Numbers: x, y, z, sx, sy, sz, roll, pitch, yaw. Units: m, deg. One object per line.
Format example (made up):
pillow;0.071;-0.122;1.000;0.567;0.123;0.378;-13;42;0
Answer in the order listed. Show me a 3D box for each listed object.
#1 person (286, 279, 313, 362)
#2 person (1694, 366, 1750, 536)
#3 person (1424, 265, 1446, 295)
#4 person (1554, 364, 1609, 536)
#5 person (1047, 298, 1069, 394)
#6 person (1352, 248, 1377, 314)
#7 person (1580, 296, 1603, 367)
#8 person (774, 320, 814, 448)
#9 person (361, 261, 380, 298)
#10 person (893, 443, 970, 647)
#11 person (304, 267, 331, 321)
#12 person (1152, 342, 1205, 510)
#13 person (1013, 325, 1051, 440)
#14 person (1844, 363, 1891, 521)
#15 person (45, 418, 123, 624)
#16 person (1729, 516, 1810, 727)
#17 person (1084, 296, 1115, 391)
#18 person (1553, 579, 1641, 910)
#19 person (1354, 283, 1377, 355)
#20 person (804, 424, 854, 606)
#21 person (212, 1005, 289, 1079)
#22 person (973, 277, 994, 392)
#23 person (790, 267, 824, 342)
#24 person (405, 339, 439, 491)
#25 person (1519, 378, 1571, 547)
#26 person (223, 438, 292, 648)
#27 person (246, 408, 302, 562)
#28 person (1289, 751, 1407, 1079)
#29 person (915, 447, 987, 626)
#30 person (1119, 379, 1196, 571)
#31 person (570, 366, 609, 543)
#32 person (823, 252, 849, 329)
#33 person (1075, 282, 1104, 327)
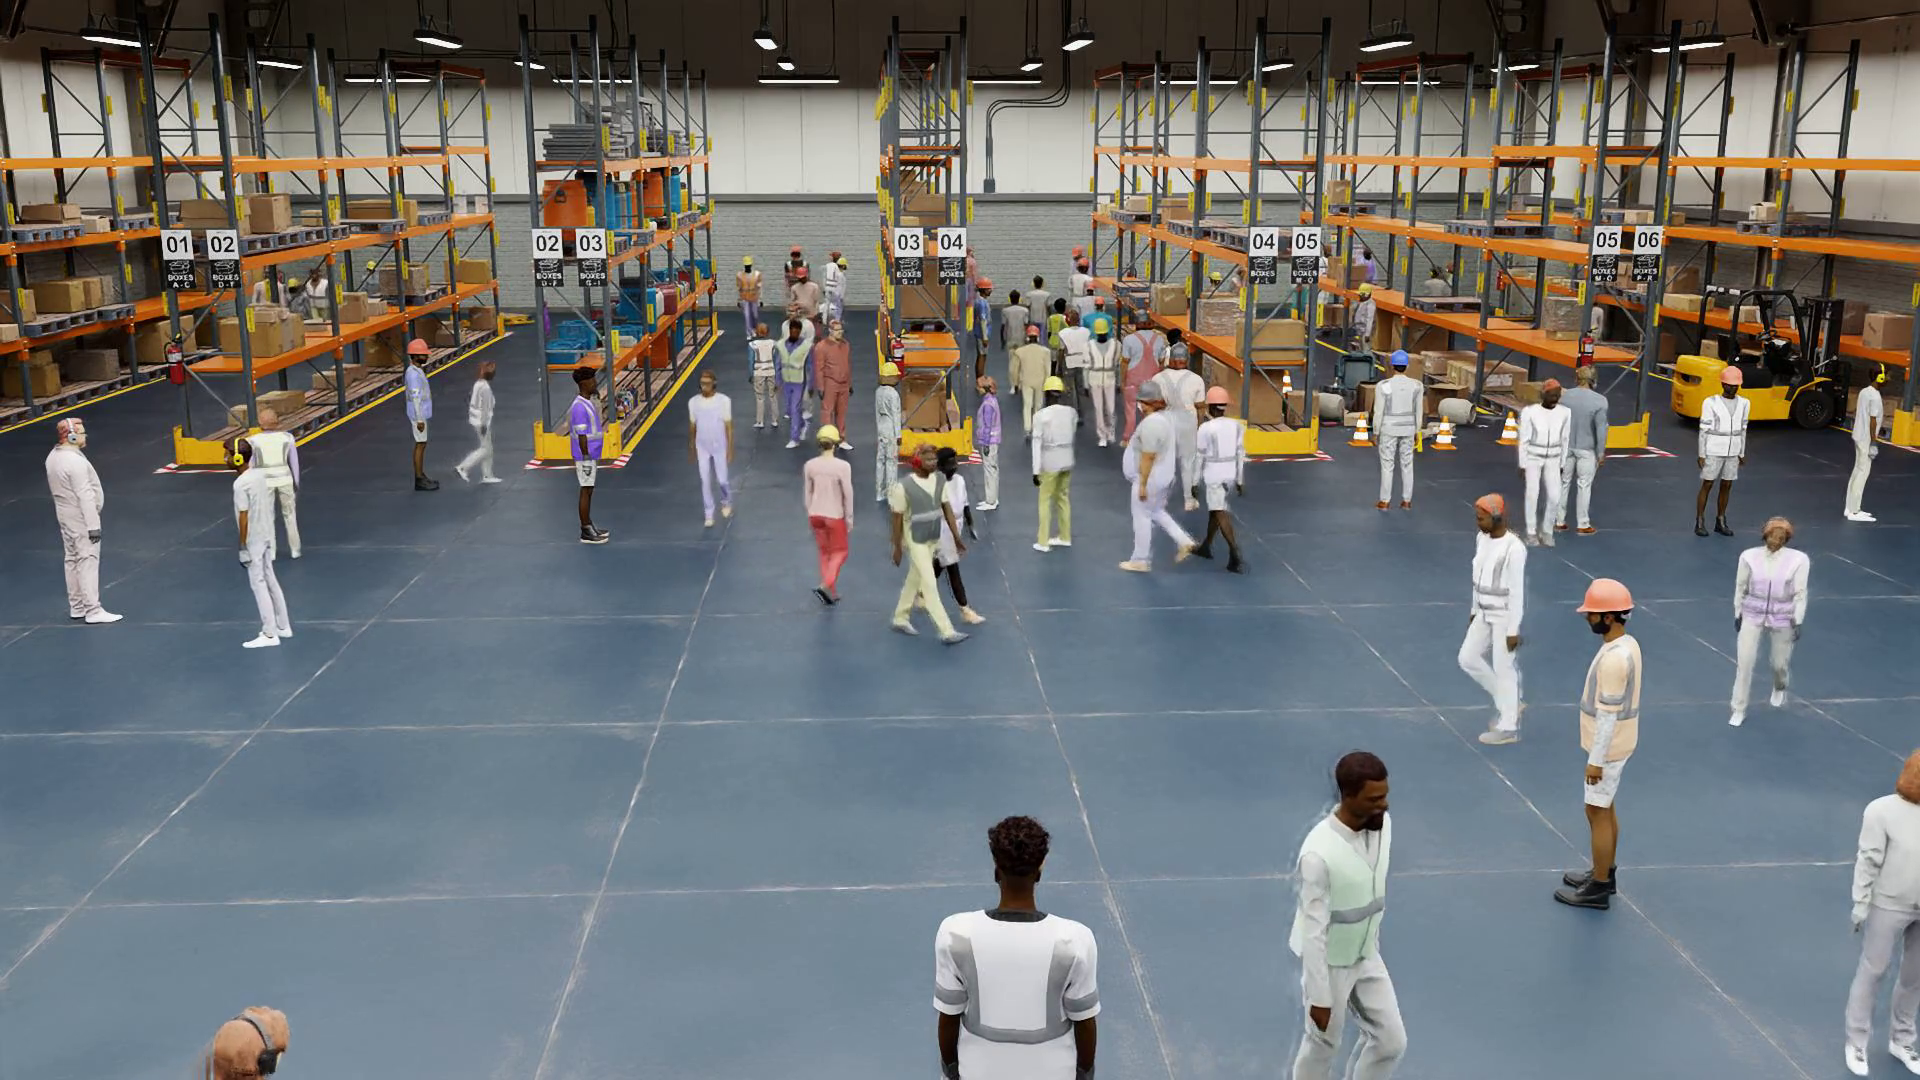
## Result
person;-13.589;-4.522;34.189;0.495;1.682;0.914;1;13;5
person;8.583;-0.992;18.692;0.551;1.934;0.372;-1;13;-4
person;10.187;-4.979;35.793;0.521;1.846;0.476;-2;13;-10
person;6.984;-1.013;18.781;0.362;1.936;0.631;-12;18;-42
person;1.776;-3.461;29.665;0.321;1.697;0.530;-12;18;-42
person;10.397;-6.628;42.836;0.625;1.816;0.715;-9;16;-33
person;11.932;-3.874;31.581;0.515;1.618;0.424;1;13;4
person;-2.398;-2.304;24.382;0.610;1.879;0.643;6;14;23
person;-13.531;-5.541;38.350;0.337;1.759;0.524;7;15;29
person;-0.269;0.036;14.643;0.977;1.793;0.566;10;17;36
person;-14.002;-5.113;36.489;0.584;1.795;0.836;0;13;2
person;2.643;-1.383;20.128;0.682;2.000;0.537;5;14;20
person;1.089;-2.377;25.076;0.572;1.695;0.939;1;13;4
person;10.661;-1.149;19.531;0.332;1.859;0.517;3;14;13
person;-8.079;-0.178;15.308;0.651;1.907;0.409;11;17;39
person;6.160;0.591;12.667;0.508;1.609;0.696;8;16;32
person;2.468;-3.471;29.625;0.595;1.726;0.426;5;14;21
person;3.691;1.167;9.589;0.388;1.924;0.549;6;15;25
person;7.637;-3.928;31.384;0.403;1.823;0.595;-1;13;-2
person;-1.275;-0.219;15.848;0.537;1.739;0.567;6;15;25
person;-2.290;2.310;5.402;0.524;1.613;0.731;6;15;24
person;0.431;-3.686;29.876;0.372;2.044;0.607;-1;13;-6
person;-3.139;-4.609;34.020;0.760;1.956;0.532;2;13;9
person;-6.878;-1.602;21.273;0.365;1.935;0.552;-4;14;-15
person;6.372;-0.833;18.165;0.570;1.864;0.524;1;13;3
person;-6.193;0.021;14.594;0.367;1.856;0.534;0;13;-1
person;-7.245;-0.580;17.588;0.522;1.639;0.310;-7;15;-27
person;1.669;1.789;6.985;0.615;1.894;0.641;13;18;43
person;-0.112;-0.058;15.343;0.871;1.644;0.540;8;16;31
person;2.007;-0.671;17.109;0.692;2.000;0.690;6;15;25
person;-4.127;-0.953;18.462;0.365;1.966;0.608;-2;13;-8
person;-3.042;-6.076;40.410;0.736;1.835;0.922;11;17;38
person;2.537;-4.236;32.890;0.583;1.711;0.833;0;13;-2
